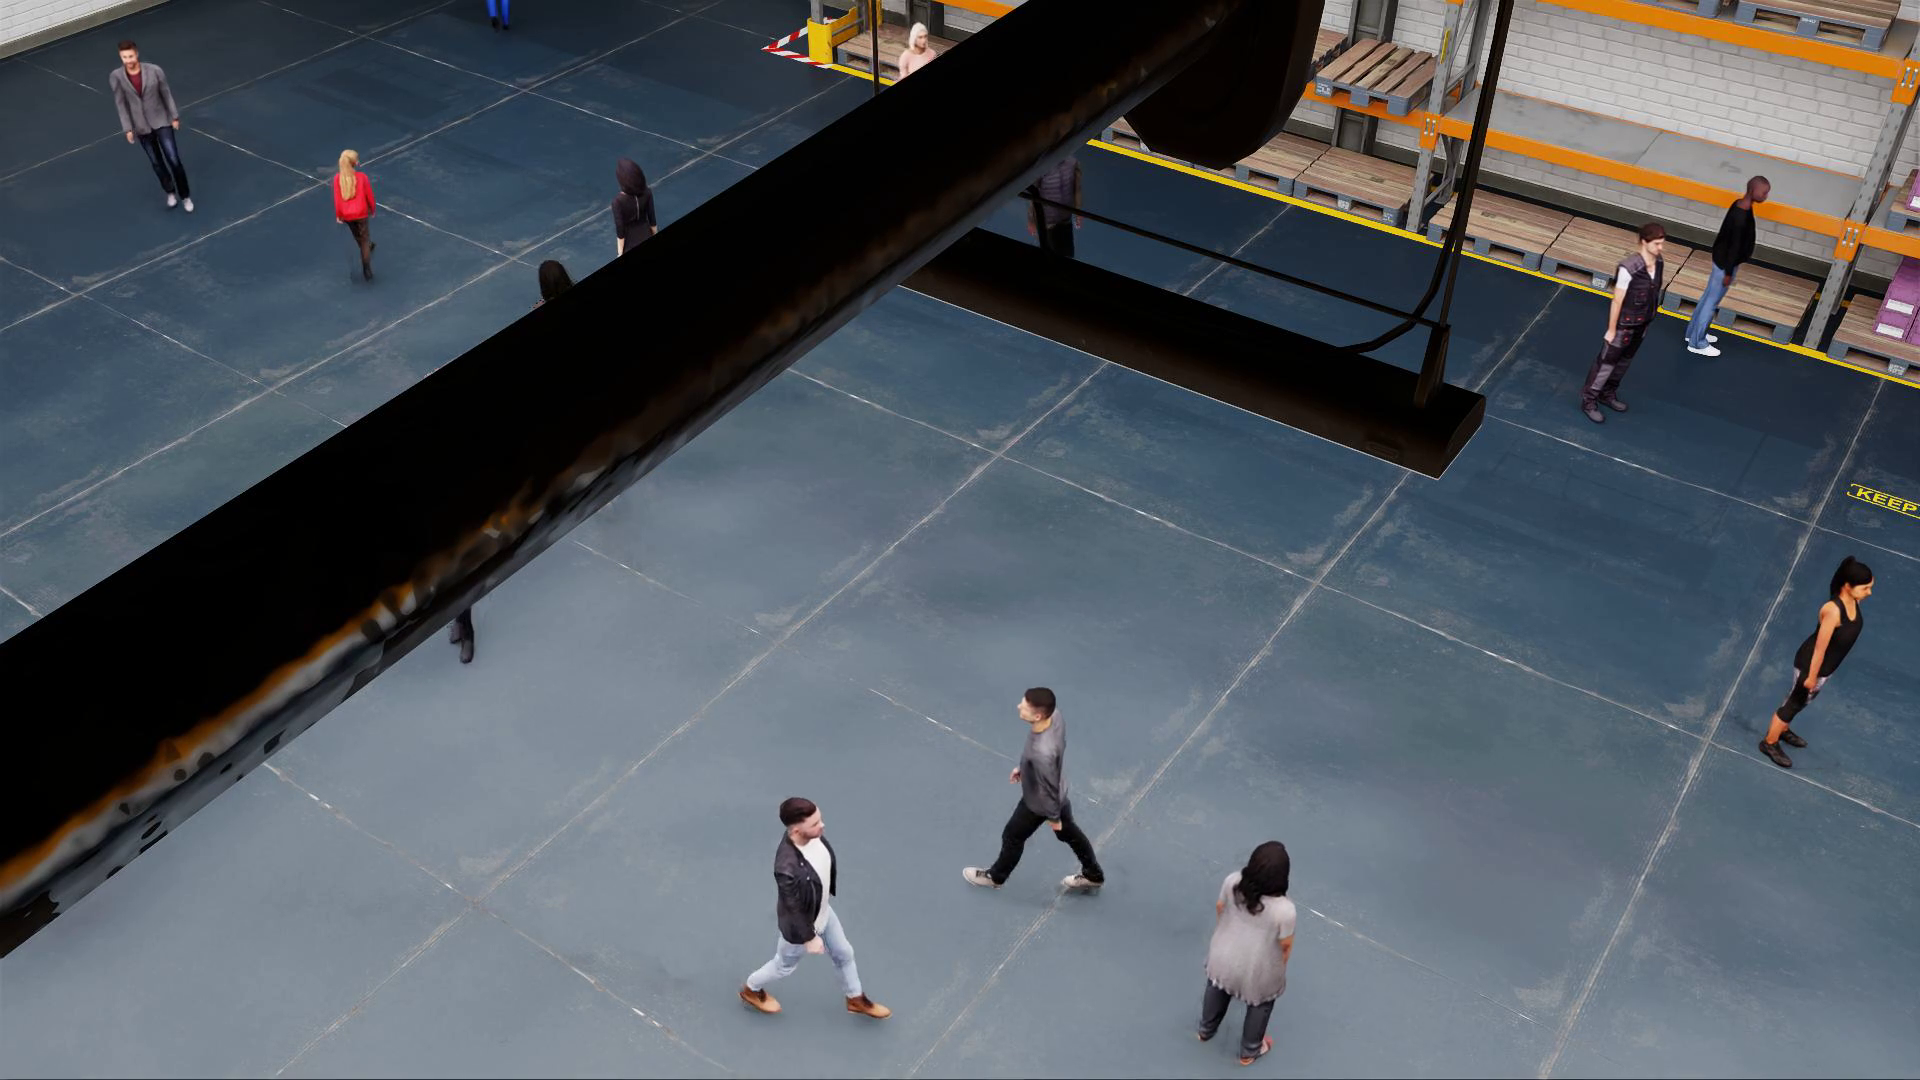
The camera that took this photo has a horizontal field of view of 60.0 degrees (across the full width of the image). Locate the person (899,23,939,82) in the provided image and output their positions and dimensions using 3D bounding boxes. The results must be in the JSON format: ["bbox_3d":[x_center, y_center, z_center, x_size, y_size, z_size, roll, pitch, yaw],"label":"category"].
[{"bbox_3d":[-0.485,-4.812,18.093,0.842,1.703,1.034,-21,43,-24],"label":"person"}]

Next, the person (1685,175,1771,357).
[{"bbox_3d":[6.995,-2.530,15.202,0.634,1.746,0.654,11,40,14],"label":"person"}]

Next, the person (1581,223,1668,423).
[{"bbox_3d":[5.752,-1.896,14.327,0.745,1.848,0.720,-22,43,-25],"label":"person"}]

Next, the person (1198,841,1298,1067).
[{"bbox_3d":[1.604,2.298,9.274,0.579,1.599,0.675,26,45,29],"label":"person"}]

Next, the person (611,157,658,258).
[{"bbox_3d":[-2.953,-2.659,15.316,0.629,1.804,0.573,-29,47,-31],"label":"person"}]

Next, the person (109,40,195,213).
[{"bbox_3d":[-8.459,-4.378,17.431,0.907,1.852,0.970,-9,40,-11],"label":"person"}]

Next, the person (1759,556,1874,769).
[{"bbox_3d":[5.732,0.793,11.105,0.541,1.666,0.610,30,47,32],"label":"person"}]

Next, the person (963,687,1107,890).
[{"bbox_3d":[0.601,1.559,10.104,1.212,1.719,0.909,8,39,10],"label":"person"}]

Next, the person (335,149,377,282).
[{"bbox_3d":[-5.972,-3.175,16.415,0.876,1.240,0.888,-4,39,-5],"label":"person"}]

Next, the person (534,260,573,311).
[{"bbox_3d":[-3.183,-1.436,13.827,1.077,1.752,1.282,-15,41,-18],"label":"person"}]

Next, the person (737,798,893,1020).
[{"bbox_3d":[-0.954,2.111,9.338,1.225,1.812,0.901,11,40,13],"label":"person"}]
